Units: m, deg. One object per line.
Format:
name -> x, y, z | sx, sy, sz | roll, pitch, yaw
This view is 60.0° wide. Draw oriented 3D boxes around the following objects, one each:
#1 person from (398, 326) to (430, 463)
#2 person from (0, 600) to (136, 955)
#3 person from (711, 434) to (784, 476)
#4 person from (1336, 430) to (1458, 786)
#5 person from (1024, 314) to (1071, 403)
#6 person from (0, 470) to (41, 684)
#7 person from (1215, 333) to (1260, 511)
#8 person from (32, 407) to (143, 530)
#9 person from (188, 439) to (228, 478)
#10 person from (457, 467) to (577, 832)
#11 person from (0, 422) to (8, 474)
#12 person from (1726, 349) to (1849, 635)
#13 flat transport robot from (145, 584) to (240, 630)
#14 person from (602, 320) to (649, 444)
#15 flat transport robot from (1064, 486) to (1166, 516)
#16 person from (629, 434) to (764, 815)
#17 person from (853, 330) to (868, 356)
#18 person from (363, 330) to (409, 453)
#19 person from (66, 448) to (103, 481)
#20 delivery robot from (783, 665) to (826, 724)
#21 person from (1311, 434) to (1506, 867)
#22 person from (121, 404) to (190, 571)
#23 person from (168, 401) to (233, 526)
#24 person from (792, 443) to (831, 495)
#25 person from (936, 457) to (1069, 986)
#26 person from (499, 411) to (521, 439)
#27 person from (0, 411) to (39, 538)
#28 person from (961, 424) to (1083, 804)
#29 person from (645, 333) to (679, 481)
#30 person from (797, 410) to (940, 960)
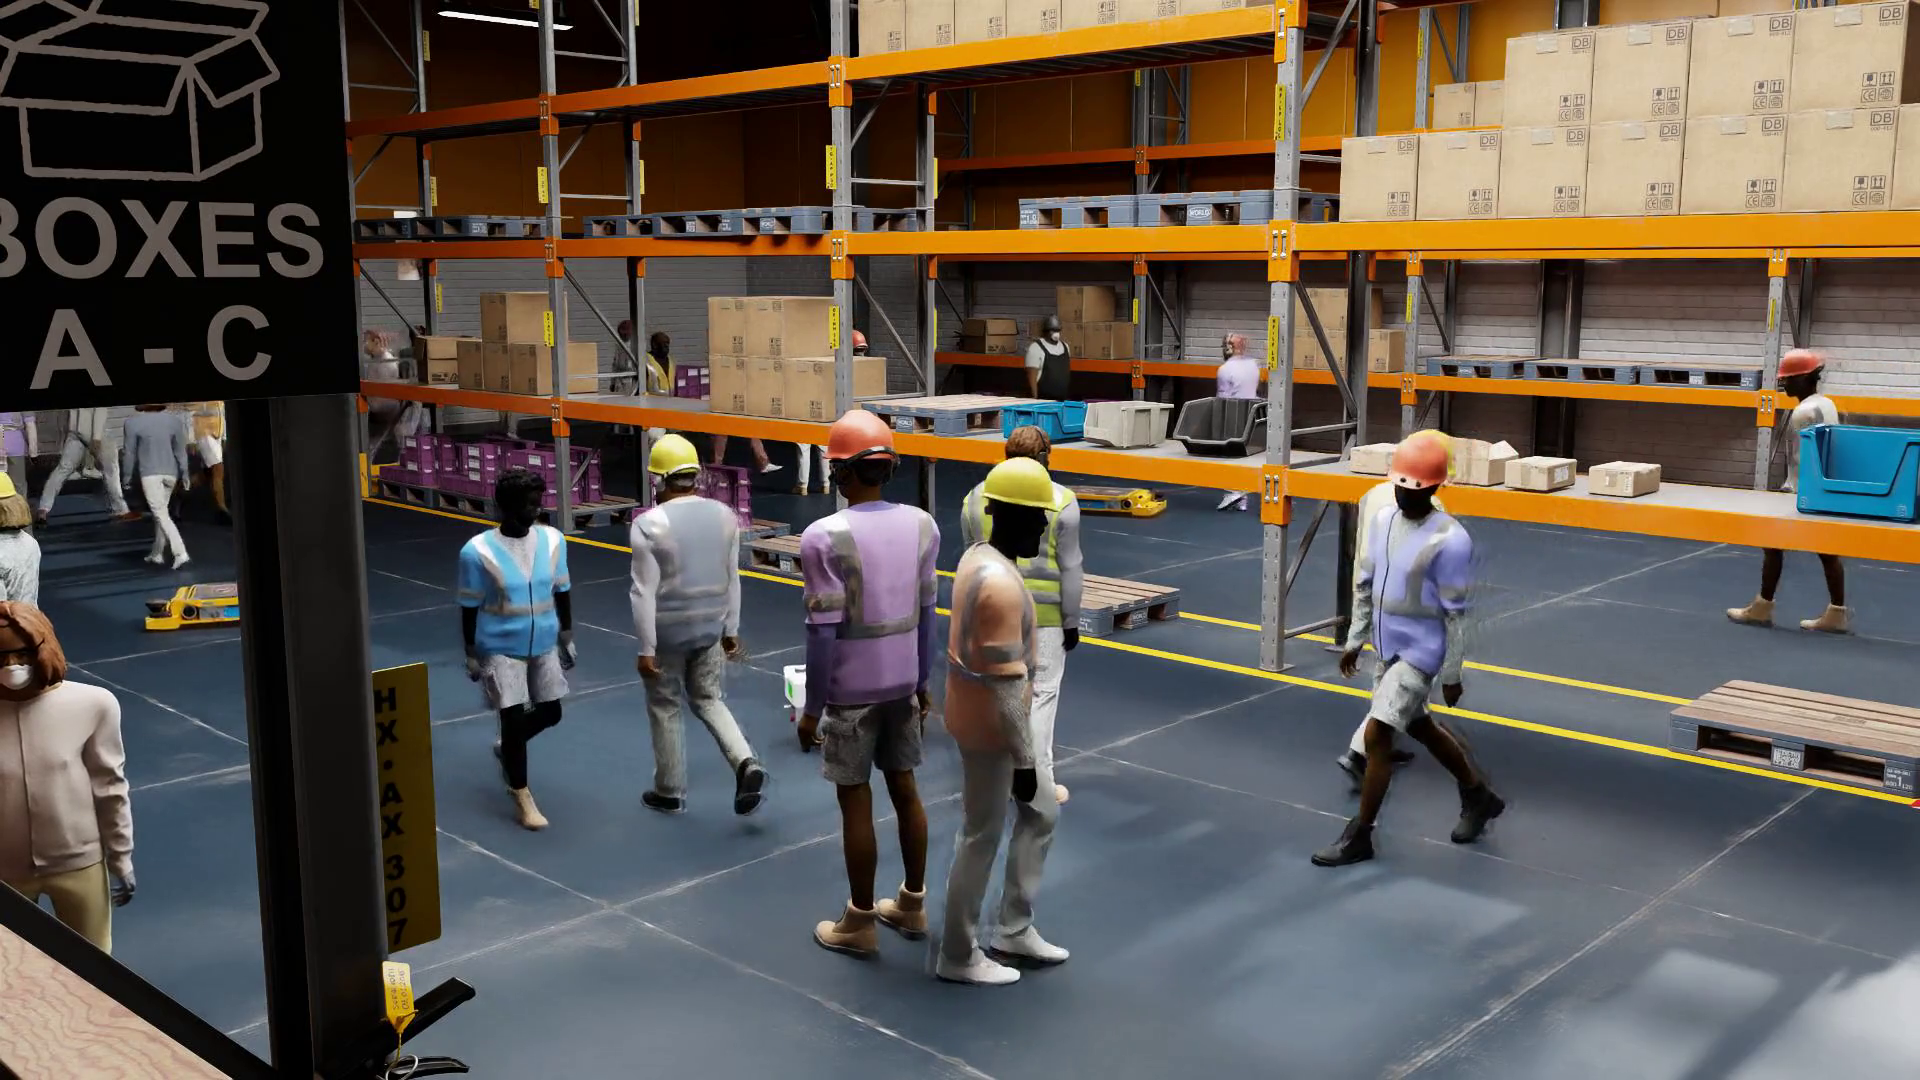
person -> -6.999, -1.865, 21.631 | 0.517, 1.812, 0.982 | 6, 11, 33
person -> -2.671, 0.971, 4.828 | 0.502, 1.627, 0.270 | -5, 10, -27
person -> -2.644, -1.672, 20.313 | 0.985, 1.859, 0.650 | 3, 10, 18
person -> 2.110, 0.338, 8.217 | 0.661, 1.787, 0.620 | -3, 10, -19
person -> 1.155, -1.944, 21.433 | 0.701, 2.000, 1.034 | -6, 11, -32
person -> -4.070, 0.545, 7.094 | 0.303, 1.740, 0.485 | -2, 9, -9
person -> 2.875, -1.231, 17.543 | 0.650, 1.889, 0.426 | -8, 12, -40
person -> -8.707, -1.038, 16.443 | 0.669, 1.877, 1.080 | 3, 10, 20
person -> -9.174, -1.669, 20.444 | 0.634, 1.824, 0.568 | -7, 12, -38
person -> -2.078, 0.479, 7.685 | 0.543, 1.672, 0.553 | -8, 12, -41
person -> -7.592, -0.386, 12.793 | 0.787, 1.743, 0.528 | 6, 11, 32
person -> 5.916, -0.344, 11.775 | 0.617, 1.993, 0.923 | -8, 12, -42
flat transport robot -> -5.148, 0.448, 12.177 | 1.431, 0.197, 0.652 | -3, 10, -21
person -> -4.855, -2.328, 24.555 | 1.033, 1.830, 0.642 | -7, 12, -38
flat transport robot -> 1.408, -0.429, 17.555 | 1.431, 0.197, 0.652 | 3, 10, 20
person -> -1.226, 0.420, 7.656 | 0.679, 1.812, 0.598 | 9, 13, 43
person -> -0.981, -0.960, 15.539 | 0.381, 1.994, 0.622 | 7, 12, 38
person -> -6.868, -1.553, 19.654 | 1.044, 1.841, 0.637 | -7, 12, -37
person -> -10.678, -1.647, 20.204 | 0.539, 1.844, 0.622 | 8, 12, 41
delivery robot -> -0.593, 0.792, 8.915 | 0.707, 0.478, 0.477 | -1, 9, -8
person -> 2.013, 0.461, 7.181 | 0.965, 1.891, 0.560 | -3, 10, -18
person -> -6.823, -0.544, 14.218 | 0.830, 1.593, 0.500 | 6, 11, 32
person -> -7.575, -1.074, 16.578 | 0.883, 1.899, 0.546 | 2, 9, 10
person -> -1.703, -1.425, 18.862 | 0.623, 1.844, 0.429 | -5, 10, -26
person -> 0.201, 0.658, 5.904 | 0.659, 1.895, 0.625 | -1, 9, -3
person -> -6.728, -2.268, 24.658 | 0.566, 1.630, 0.362 | 5, 11, 30
person -> -8.474, -0.787, 14.680 | 0.594, 1.926, 0.367 | -5, 10, -27
person -> 0.306, 0.365, 7.955 | 0.618, 1.829, 0.430 | 6, 11, 32
person -> -3.578, -1.554, 19.792 | 0.600, 1.810, 0.627 | 6, 11, 32
person -> -0.360, 0.535, 6.225 | 0.611, 2.042, 0.394 | -8, 12, -41
